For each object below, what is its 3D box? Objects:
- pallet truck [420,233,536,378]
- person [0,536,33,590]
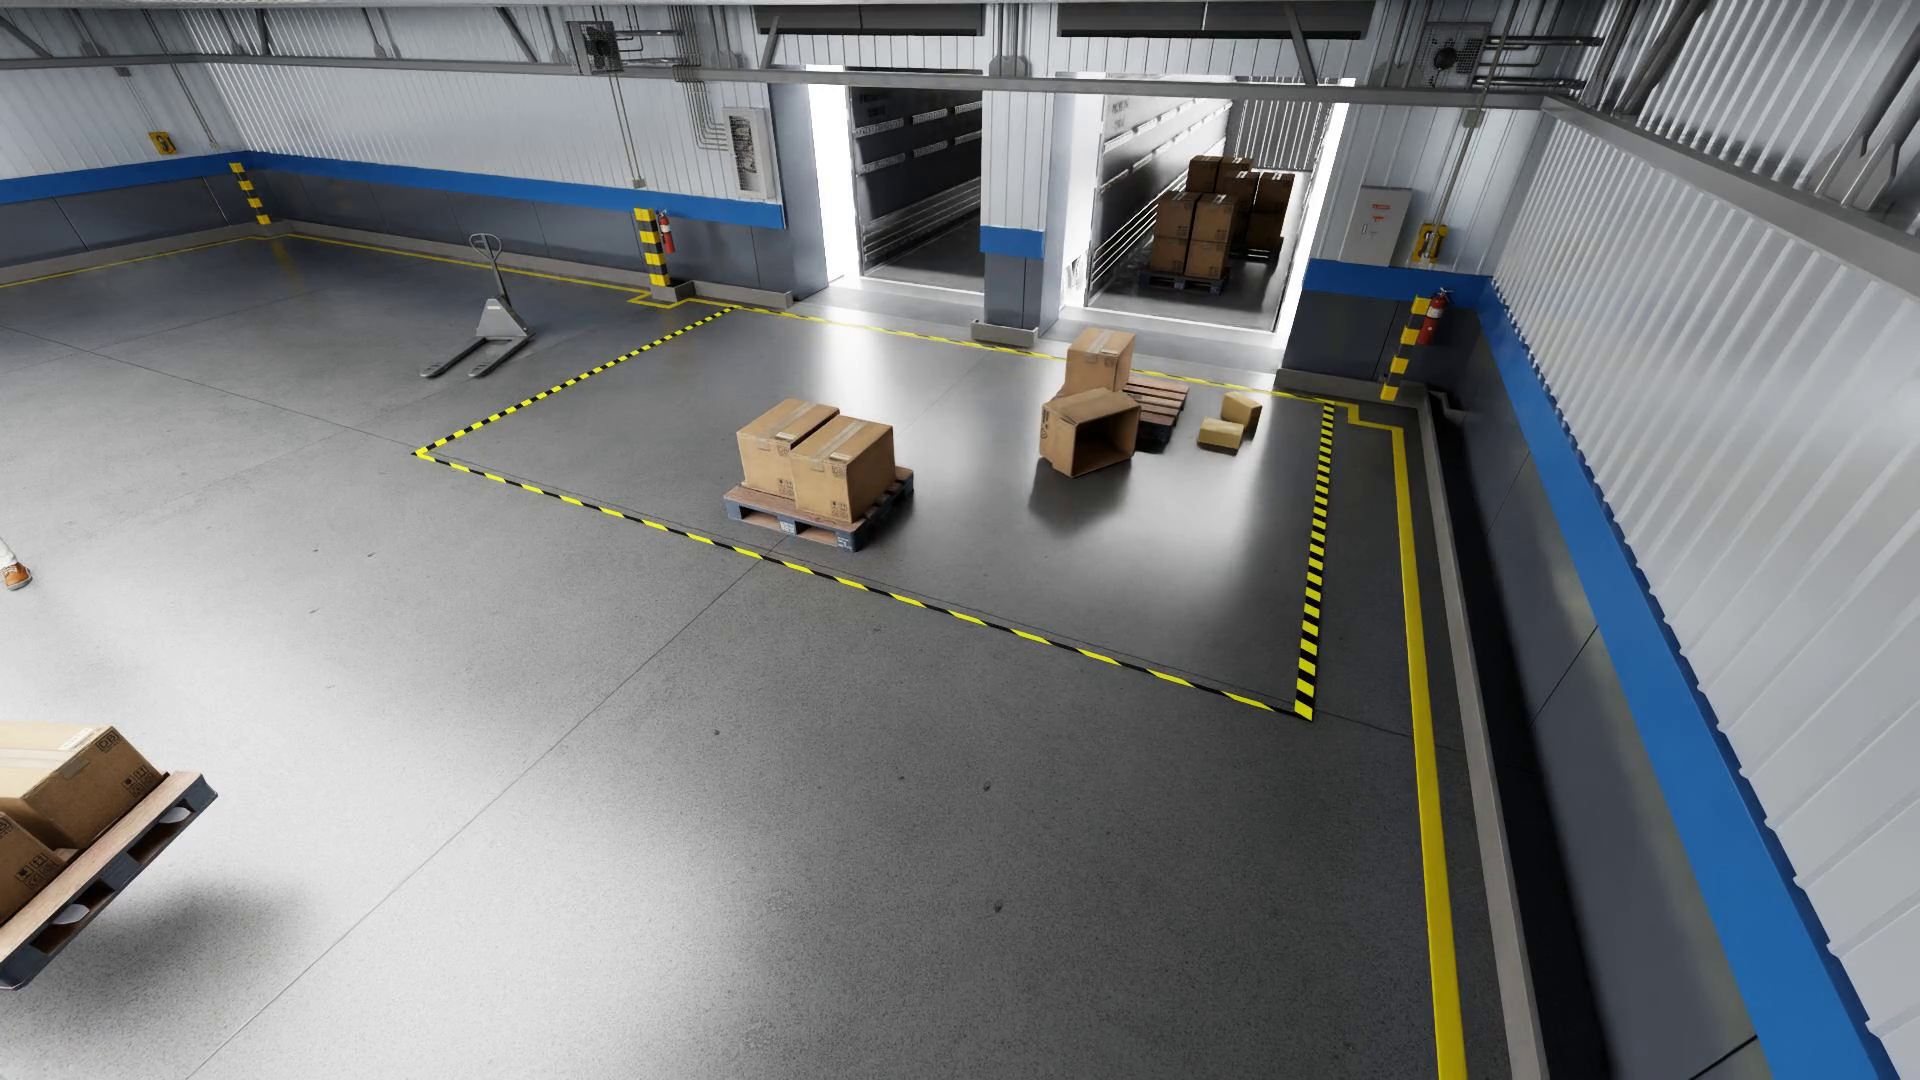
[{"bbox_3d":[-5.664,-2.712,8.427,0.680,1.201,1.601,0,35,-1],"label":"pallet truck"},{"bbox_3d":[-6.843,-0.443,4.631,0.613,1.945,0.399,-25,42,-31],"label":"person"}]
